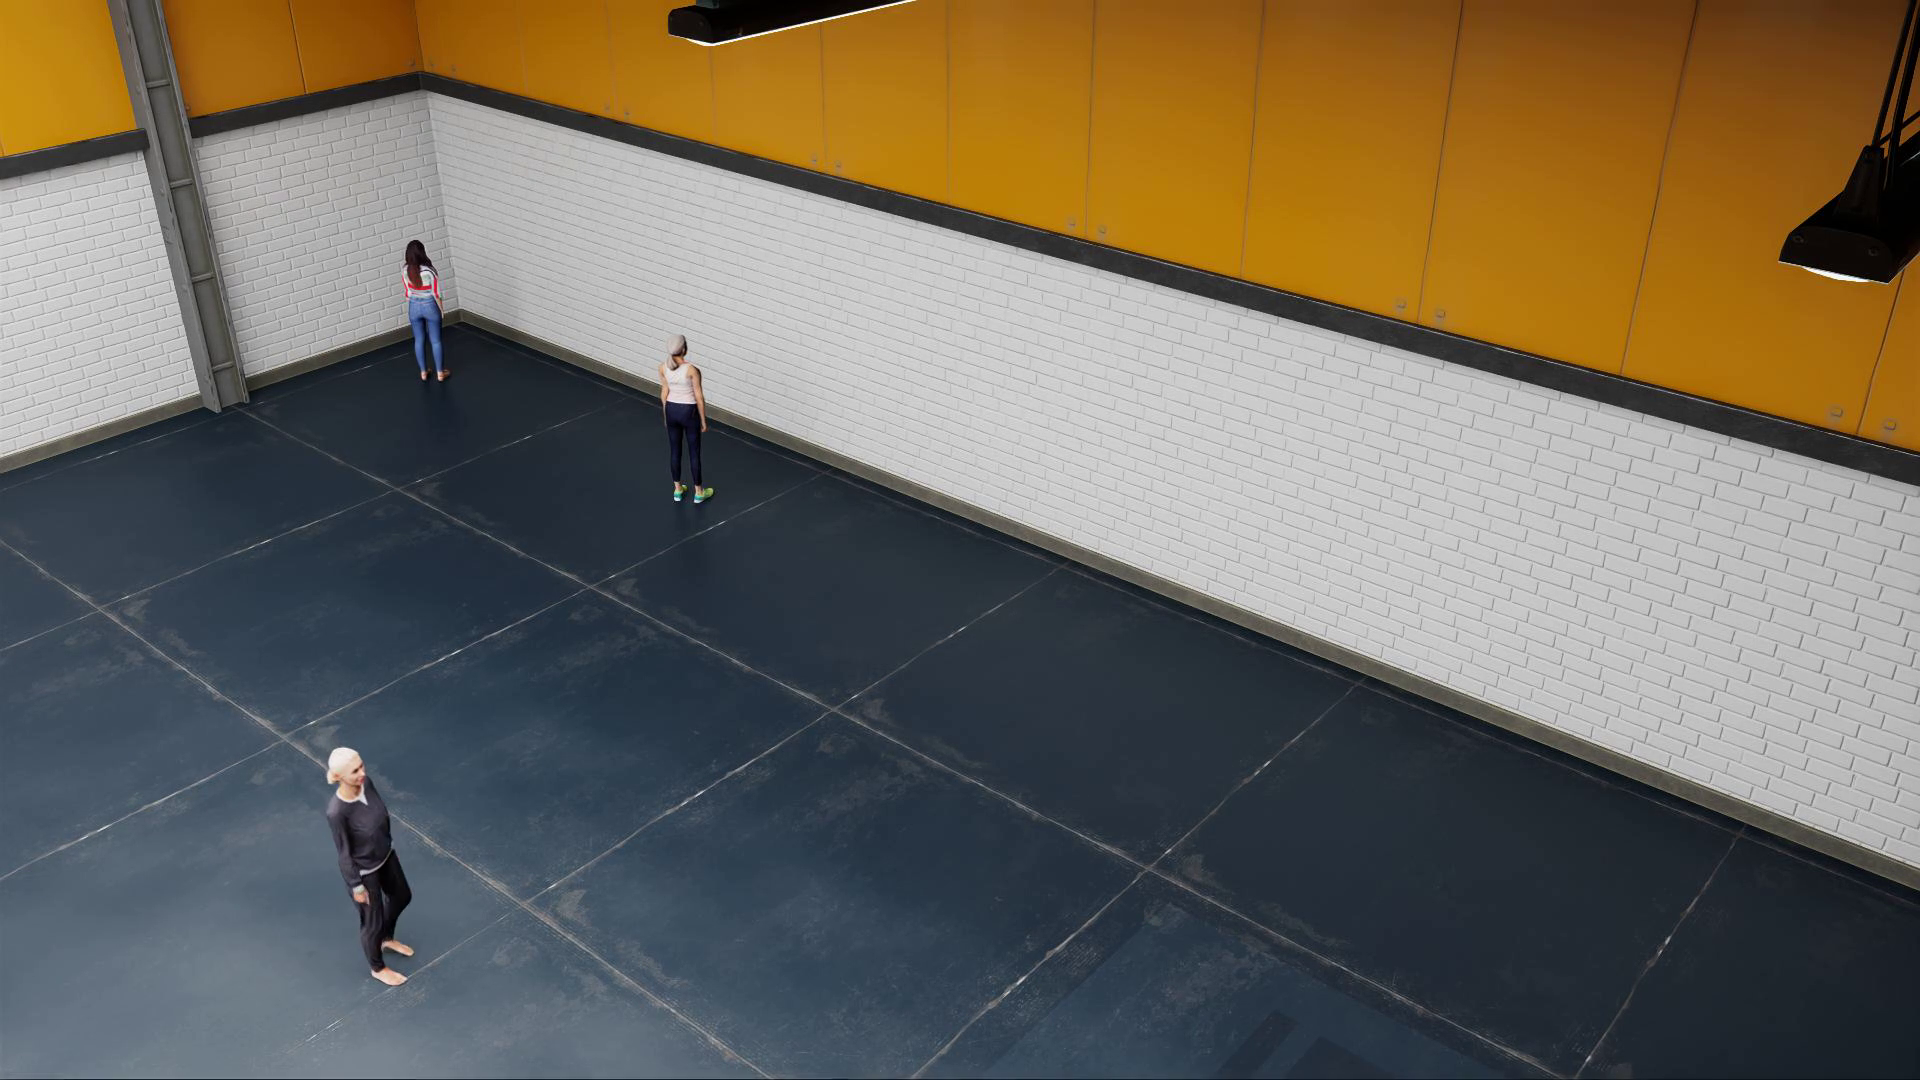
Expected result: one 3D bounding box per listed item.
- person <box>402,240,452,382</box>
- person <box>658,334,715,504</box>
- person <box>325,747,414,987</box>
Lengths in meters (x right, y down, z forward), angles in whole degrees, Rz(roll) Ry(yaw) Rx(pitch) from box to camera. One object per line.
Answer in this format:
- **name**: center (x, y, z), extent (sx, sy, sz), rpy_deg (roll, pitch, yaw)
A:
- **person**: center (-6.012, -2.581, 18.651), extent (0.660, 1.612, 0.696), rpy_deg (1, 29, 2)
- **person**: center (-2.659, -1.167, 15.965), extent (0.668, 1.702, 0.661), rpy_deg (8, 30, 14)
- **person**: center (-3.654, 1.957, 10.215), extent (0.777, 1.724, 0.654), rpy_deg (6, 29, 11)
